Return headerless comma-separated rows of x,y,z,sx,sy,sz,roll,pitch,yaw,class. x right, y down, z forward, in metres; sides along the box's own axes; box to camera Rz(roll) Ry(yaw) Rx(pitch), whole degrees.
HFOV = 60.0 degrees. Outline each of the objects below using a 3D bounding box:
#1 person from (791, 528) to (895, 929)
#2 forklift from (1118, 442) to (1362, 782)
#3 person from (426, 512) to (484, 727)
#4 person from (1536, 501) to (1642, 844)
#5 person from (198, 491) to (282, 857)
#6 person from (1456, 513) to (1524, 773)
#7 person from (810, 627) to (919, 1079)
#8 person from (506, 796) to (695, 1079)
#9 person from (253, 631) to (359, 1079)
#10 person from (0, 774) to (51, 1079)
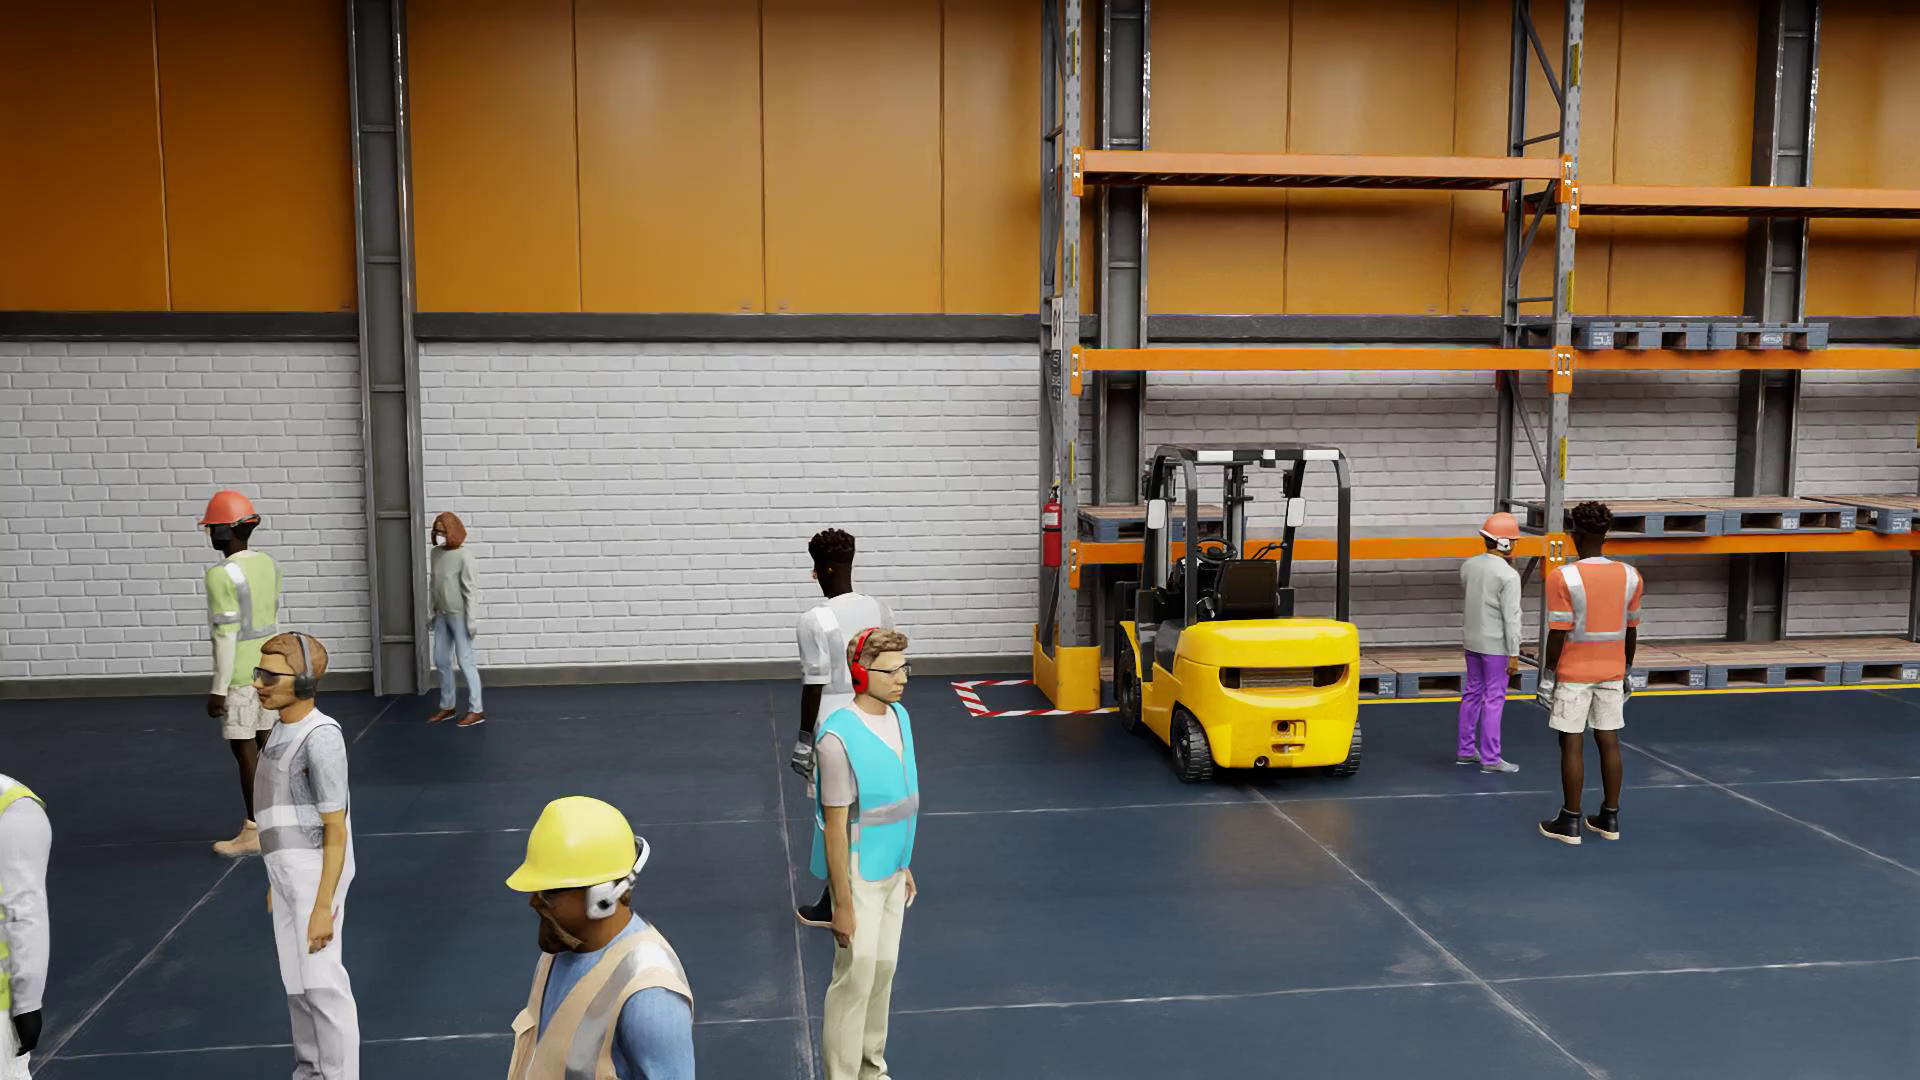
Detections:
-0.582,0.916,8.155,0.369,1.958,0.602,5,8,40,person
1.912,0.418,11.496,1.214,2.155,2.313,-1,7,-8,forklift
-3.790,0.591,12.473,0.508,1.622,0.318,5,8,37,person
3.597,0.753,9.544,0.613,1.963,0.361,-2,7,-16,person
-4.022,0.744,9.291,0.397,2.043,0.609,1,7,6,person
3.569,0.685,11.125,0.343,1.746,0.568,-2,7,-18,person
-0.339,1.220,5.986,0.373,1.843,0.570,3,7,21,person
-0.825,1.477,3.809,0.404,1.827,0.600,-4,8,-34,person
-2.324,1.233,5.869,0.342,1.846,0.509,-6,9,-41,person
-2.999,1.353,4.909,0.635,1.831,0.429,1,7,5,person
